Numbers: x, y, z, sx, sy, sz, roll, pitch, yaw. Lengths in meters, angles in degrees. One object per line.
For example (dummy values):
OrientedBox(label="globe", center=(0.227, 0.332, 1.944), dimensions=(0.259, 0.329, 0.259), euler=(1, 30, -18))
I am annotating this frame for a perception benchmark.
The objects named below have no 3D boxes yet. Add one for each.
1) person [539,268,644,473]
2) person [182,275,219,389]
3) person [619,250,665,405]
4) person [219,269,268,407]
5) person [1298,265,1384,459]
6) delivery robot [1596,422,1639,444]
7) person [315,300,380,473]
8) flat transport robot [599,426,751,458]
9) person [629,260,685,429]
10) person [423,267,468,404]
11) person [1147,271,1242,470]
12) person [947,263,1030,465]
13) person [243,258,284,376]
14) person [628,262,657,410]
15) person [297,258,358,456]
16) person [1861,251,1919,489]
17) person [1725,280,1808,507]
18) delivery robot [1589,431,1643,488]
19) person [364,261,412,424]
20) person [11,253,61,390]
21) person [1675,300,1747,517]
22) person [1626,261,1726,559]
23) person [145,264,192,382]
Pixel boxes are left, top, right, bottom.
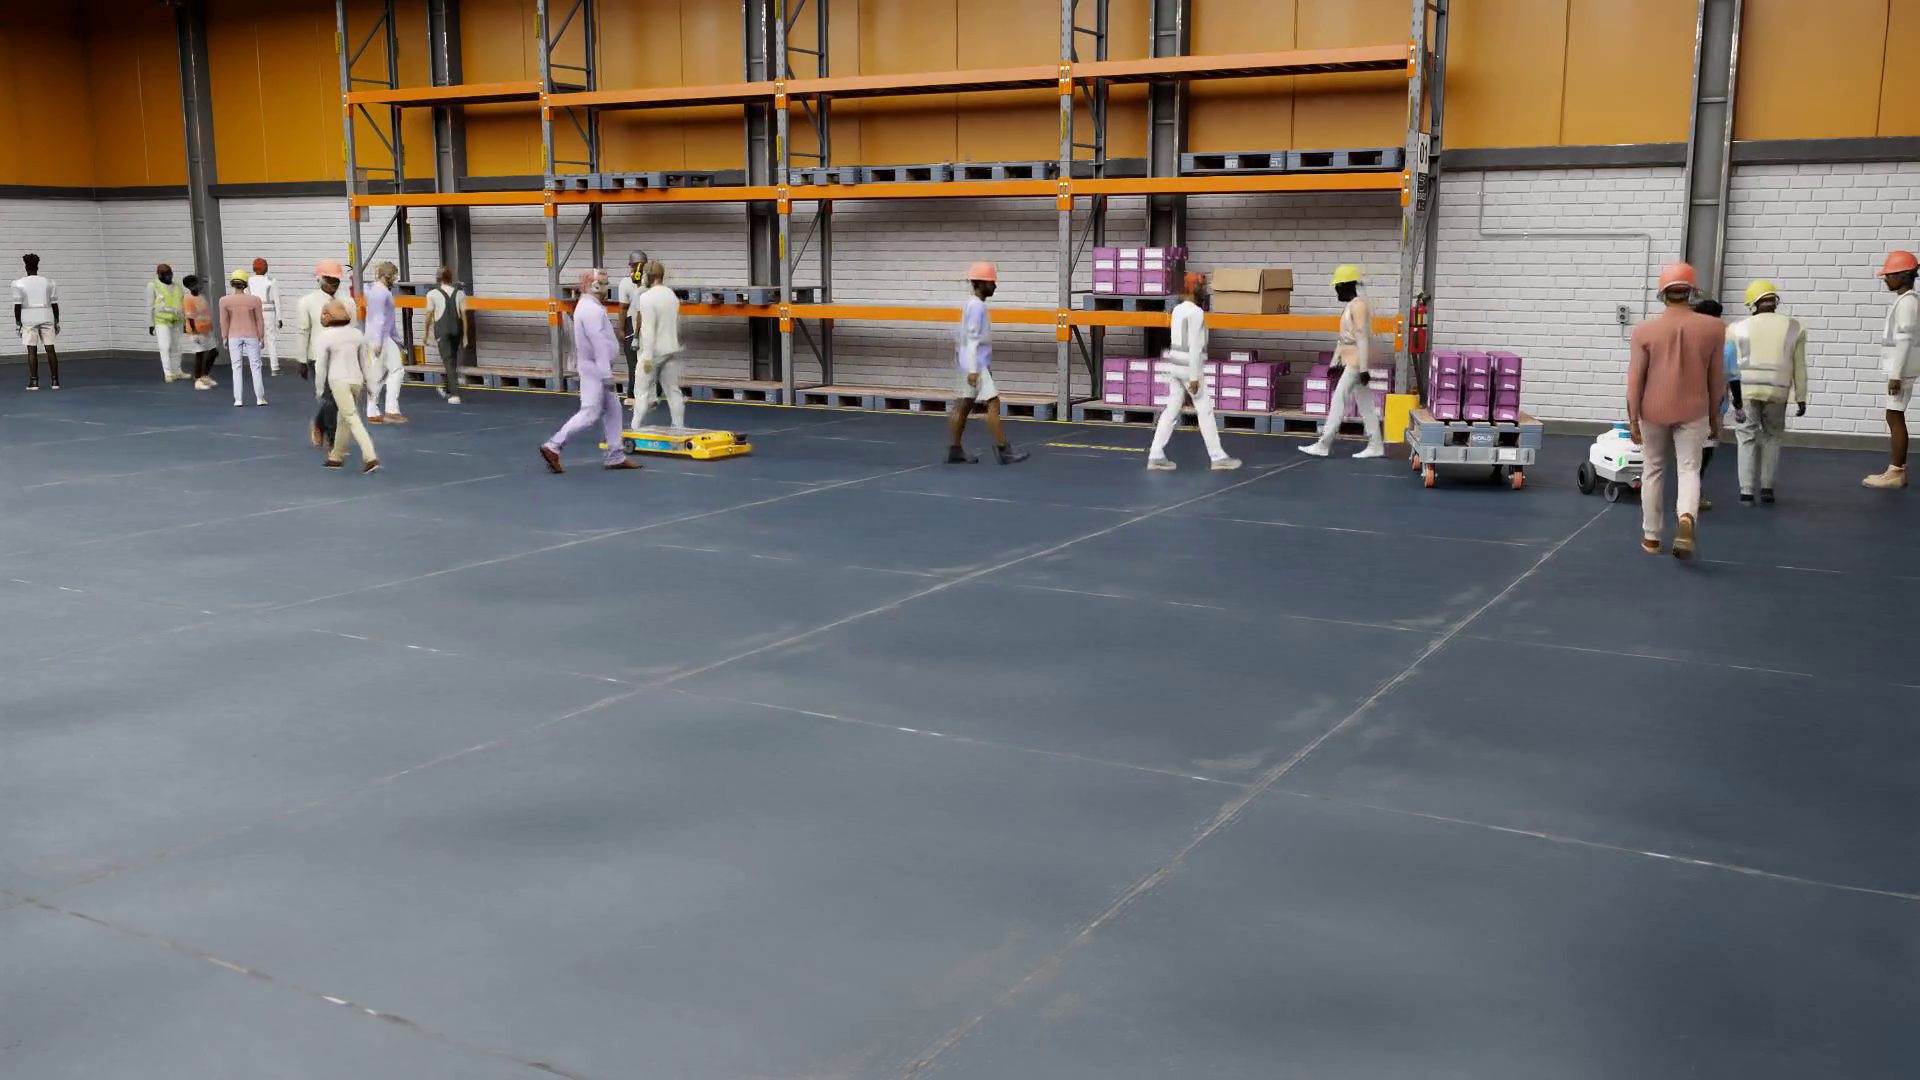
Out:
OrientedBox(label="person", center=(-3.402, -1.543, 15.218), dimensions=(0.863, 1.876, 0.640), euler=(-2, 10, -12))
OrientedBox(label="person", center=(-10.991, -2.994, 24.047), dimensions=(0.342, 1.663, 0.610), euler=(1, 10, 6))
OrientedBox(label="person", center=(-4.196, -2.789, 21.790), dimensions=(0.679, 2.000, 0.535), euler=(-9, 13, -41))
OrientedBox(label="person", center=(-9.276, -2.605, 21.521), dimensions=(0.526, 1.769, 0.329), euler=(-3, 11, -18))
OrientedBox(label="person", center=(3.745, -1.725, 16.209), dimensions=(0.923, 1.877, 0.608), euler=(2, 10, 10))
OrientedBox(label="delivery robot", center=(5.664, -0.773, 14.313), dimensions=(0.477, 0.478, 0.707), euler=(4, 11, 19))
OrientedBox(label="person", center=(-5.620, -1.403, 15.238), dimensions=(0.896, 1.583, 0.507), euler=(6, 12, 31))
OrientedBox(label="flat transport robot", center=(-2.852, -0.989, 16.606), dimensions=(1.431, 0.197, 0.652), euler=(6, 12, 31))
OrientedBox(label="person", center=(-3.231, -1.917, 17.205), dimensions=(0.859, 1.910, 0.655), euler=(5, 11, 24))
OrientedBox(label="person", center=(-6.859, -2.723, 22.132), dimensions=(0.514, 1.789, 0.975), euler=(-9, 13, -40))
OrientedBox(label="person", center=(2.144, -1.548, 15.375), dimensions=(0.911, 1.844, 0.598), euler=(-3, 10, -16))
OrientedBox(label="person", center=(0.282, -1.654, 15.740), dimensions=(0.895, 1.899, 0.587), euler=(0, 10, -3))
OrientedBox(label="person", center=(-11.109, -3.548, 26.523), dimensions=(0.584, 1.883, 0.337), euler=(-1, 10, -3))
OrientedBox(label="person", center=(-4.030, -2.577, 21.057), dimensions=(0.328, 1.876, 0.513), euler=(2, 10, 9))
OrientedBox(label="person", center=(-6.353, -1.838, 16.652), dimensions=(0.879, 1.960, 0.624), euler=(8, 13, 39))
OrientedBox(label="person", center=(8.033, -1.453, 14.277), dimensions=(0.409, 2.029, 0.611), euler=(6, 12, 30))
OrientedBox(label="person", center=(6.423, -1.174, 13.340), dimensions=(0.661, 1.791, 0.619), euler=(4, 11, 19))
OrientedBox(label="delivery robot", center=(5.434, -0.651, 13.621), dimensions=(0.477, 0.478, 0.707), euler=(0, 10, 1))
OrientedBox(label="person", center=(-6.693, -2.294, 19.414), dimensions=(0.642, 1.888, 0.667), euler=(-4, 11, -23))
OrientedBox(label="person", center=(-13.371, -3.160, 24.098), dimensions=(0.607, 1.966, 0.367), euler=(-9, 13, -41))
OrientedBox(label="person", center=(5.658, -0.997, 12.674), dimensions=(0.749, 1.665, 0.537), euler=(-7, 12, -34))
OrientedBox(label="person", center=(4.718, -0.844, 10.979), dimensions=(0.620, 1.976, 0.809), euler=(3, 10, 17))
OrientedBox(label="person", center=(-12.163, -3.326, 25.547), dimensions=(0.536, 1.811, 0.694), euler=(6, 11, 29))
